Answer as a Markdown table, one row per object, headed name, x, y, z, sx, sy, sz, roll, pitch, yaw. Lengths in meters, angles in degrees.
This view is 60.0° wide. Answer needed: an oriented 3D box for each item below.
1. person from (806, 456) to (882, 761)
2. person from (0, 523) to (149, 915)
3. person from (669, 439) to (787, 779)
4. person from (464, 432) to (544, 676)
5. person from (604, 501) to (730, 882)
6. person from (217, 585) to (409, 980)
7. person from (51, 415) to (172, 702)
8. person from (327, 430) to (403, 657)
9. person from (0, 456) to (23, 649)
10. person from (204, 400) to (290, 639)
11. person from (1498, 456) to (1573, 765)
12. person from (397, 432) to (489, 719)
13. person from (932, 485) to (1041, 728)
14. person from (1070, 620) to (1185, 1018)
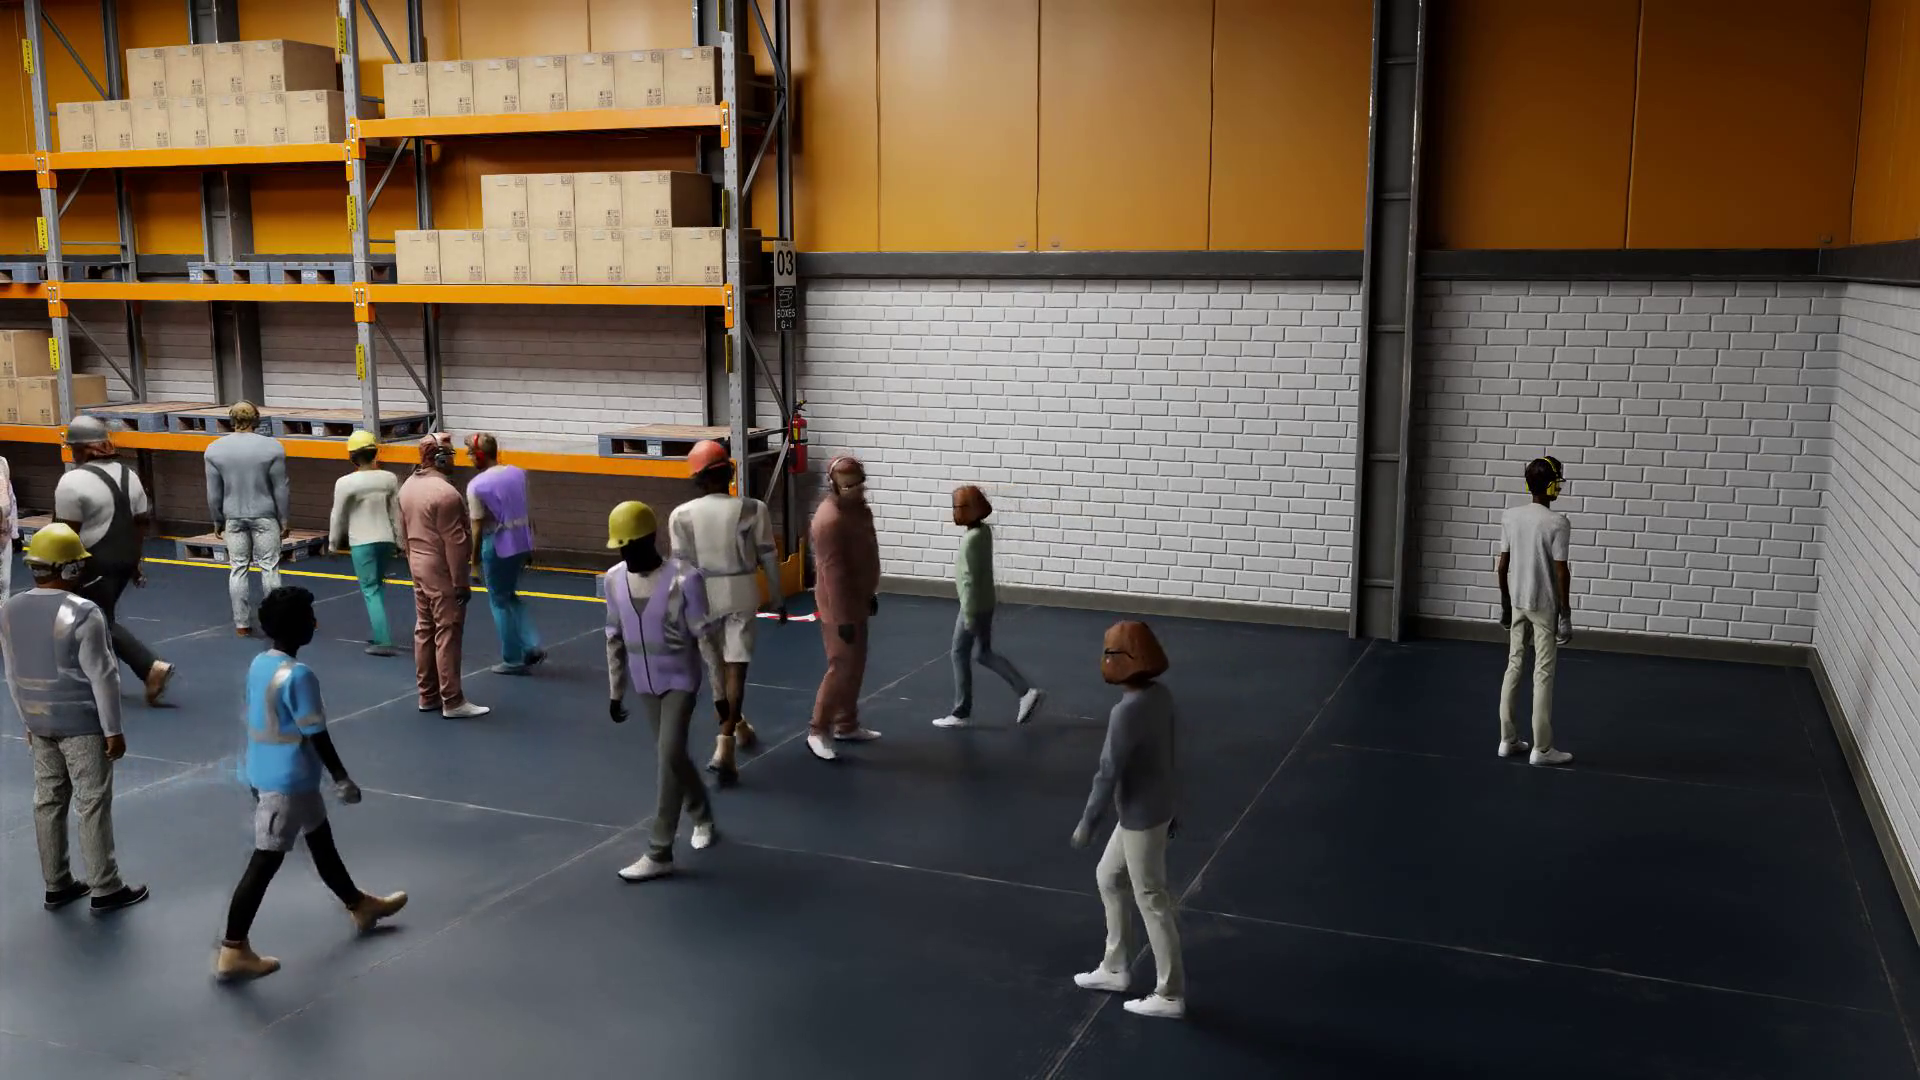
| name | x | y | z | sx | sy | sz | roll | pitch | yaw |
| --- | --- | --- | --- | --- | --- | --- | --- | --- | --- |
| person | -0.683 | 0.400 | 10.244 | 0.412 | 1.874 | 0.719 | 2 | 10 | 12 |
| person | -4.125 | 0.831 | 7.736 | 0.589 | 1.834 | 0.404 | 3 | 10 | 18 |
| person | -1.417 | 0.391 | 9.963 | 0.641 | 1.985 | 1.075 | 1 | 9 | 8 |
| person | -3.337 | 0.114 | 12.116 | 0.433 | 1.816 | 0.613 | 4 | 10 | 25 |
| person | -1.471 | 0.720 | 8.362 | 0.659 | 1.874 | 0.879 | 5 | 10 | 25 |
| person | -2.842 | 1.013 | 7.170 | 0.886 | 1.646 | 0.547 | -7 | 12 | -36 |
| person | -5.837 | 0.122 | 11.401 | 0.872 | 2.000 | 0.680 | 1 | 9 | 9 |
| person | -4.635 | 0.024 | 12.910 | 0.689 | 1.738 | 0.536 | 7 | 11 | 35 |
| person | -7.524 | -0.003 | 12.793 | 0.429 | 1.840 | 0.627 | 3 | 10 | 18 |
| person | -5.733 | -0.164 | 13.441 | 0.629 | 1.940 | 0.378 | -1 | 9 | -7 |
| person | 3.500 | 0.424 | 10.089 | 0.329 | 1.872 | 0.511 | -6 | 11 | -34 |
| person | -3.452 | 0.235 | 11.118 | 0.637 | 1.911 | 0.406 | 9 | 13 | 43 |
| person | 0.178 | 0.440 | 10.755 | 0.654 | 1.610 | 0.528 | 3 | 10 | 16 |
| person | 0.646 | 1.119 | 6.675 | 0.633 | 1.607 | 0.499 | 4 | 10 | 20 |
